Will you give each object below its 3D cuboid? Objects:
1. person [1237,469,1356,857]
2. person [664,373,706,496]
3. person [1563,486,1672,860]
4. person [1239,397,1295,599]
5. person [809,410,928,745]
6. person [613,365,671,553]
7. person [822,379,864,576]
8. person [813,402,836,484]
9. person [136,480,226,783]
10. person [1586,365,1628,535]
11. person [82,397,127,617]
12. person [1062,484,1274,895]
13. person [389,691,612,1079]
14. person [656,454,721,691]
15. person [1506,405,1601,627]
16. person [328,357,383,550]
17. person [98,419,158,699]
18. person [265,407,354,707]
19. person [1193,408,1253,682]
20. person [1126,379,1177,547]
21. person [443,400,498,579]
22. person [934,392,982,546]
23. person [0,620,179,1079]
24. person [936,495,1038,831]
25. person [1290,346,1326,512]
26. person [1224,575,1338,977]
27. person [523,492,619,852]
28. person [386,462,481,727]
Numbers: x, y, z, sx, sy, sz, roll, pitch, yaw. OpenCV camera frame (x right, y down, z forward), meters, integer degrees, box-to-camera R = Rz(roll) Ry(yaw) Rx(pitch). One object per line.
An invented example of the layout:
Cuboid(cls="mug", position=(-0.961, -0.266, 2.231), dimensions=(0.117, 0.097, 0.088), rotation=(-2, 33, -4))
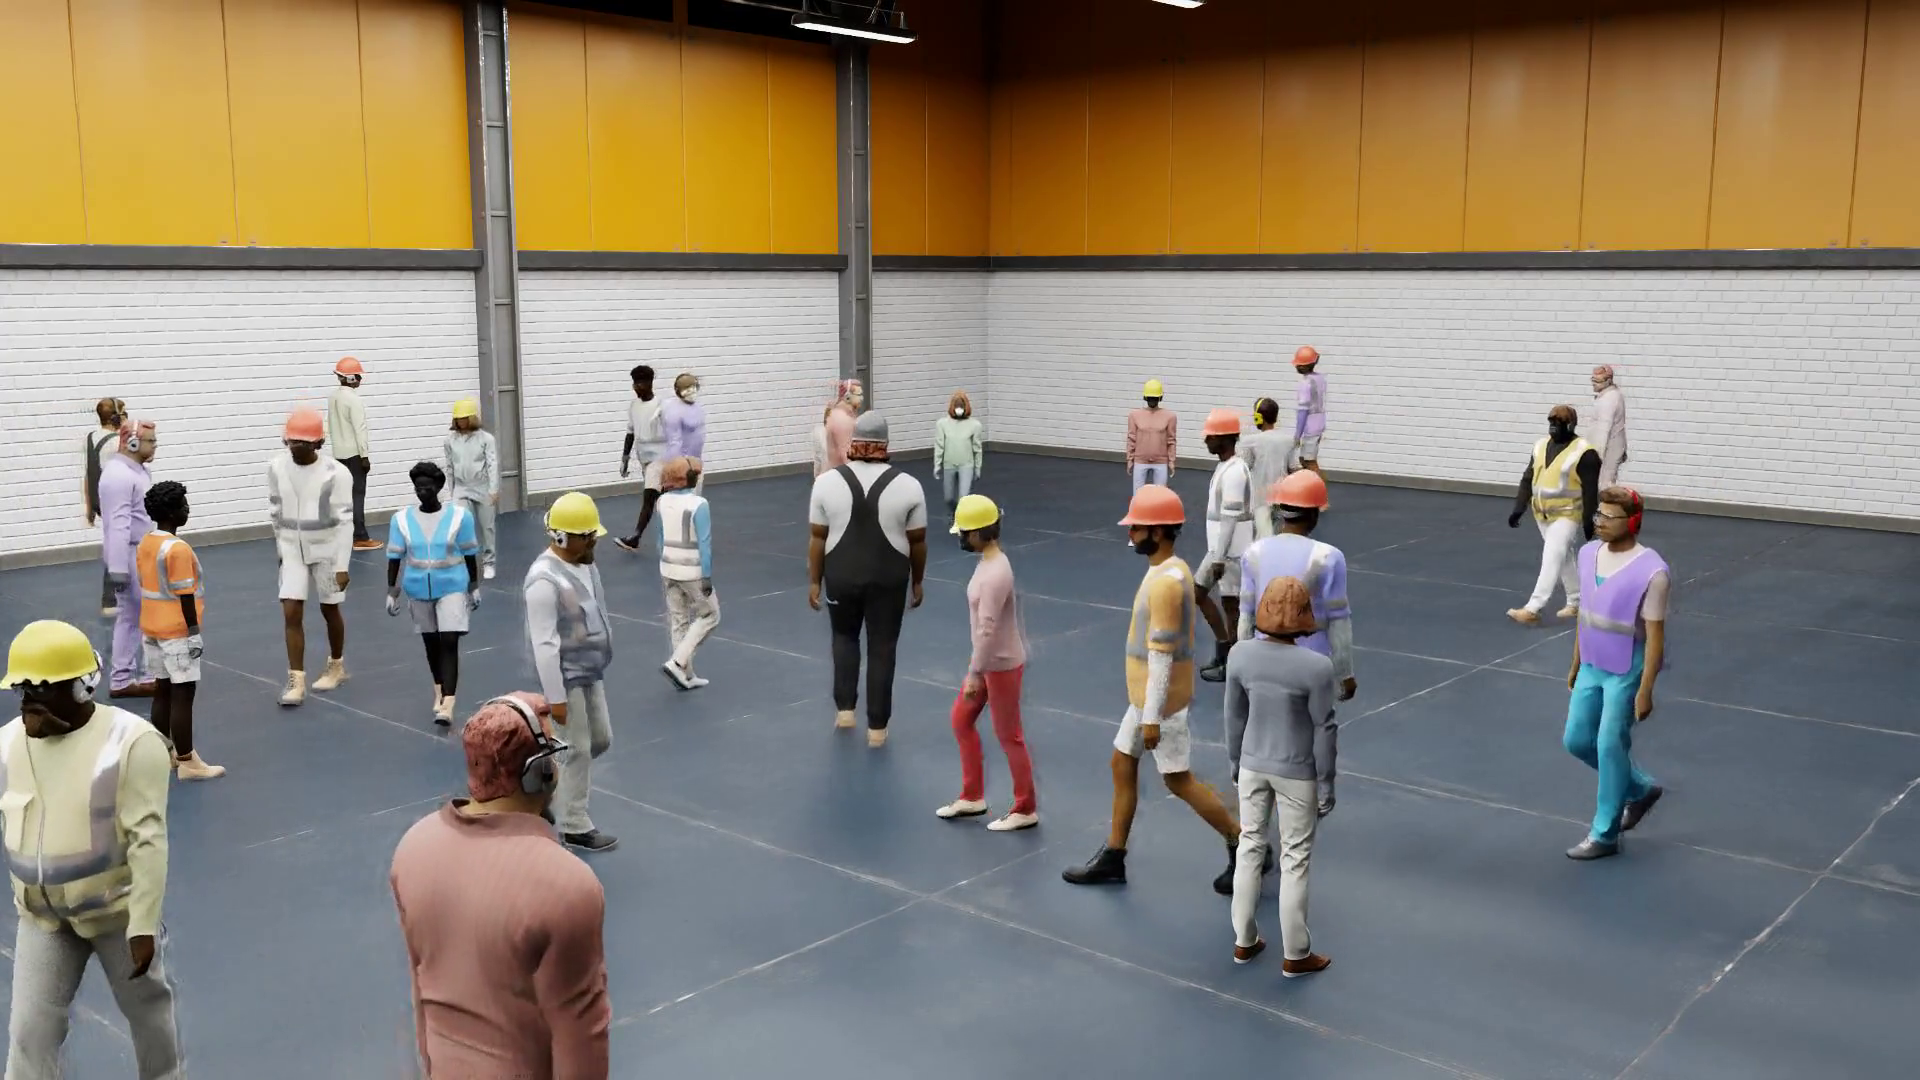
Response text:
Cuboid(cls="person", position=(1.630, 0.598, 8.235), dimensions=(0.559, 1.896, 1.013), rotation=(7, 12, 39))
Cuboid(cls="person", position=(-2.663, -0.709, 16.411), dimensions=(0.380, 1.900, 0.787), rotation=(3, 9, 17))
Cuboid(cls="person", position=(3.212, 0.639, 8.085), dimensions=(0.522, 1.833, 0.587), rotation=(-3, 9, -17))
Cuboid(cls="person", position=(2.616, -0.286, 14.019), dimensions=(0.487, 1.815, 1.001), rotation=(-5, 10, -29))
Cuboid(cls="person", position=(-0.550, 0.204, 10.178), dimensions=(0.716, 2.000, 0.673), rotation=(0, 9, 1))
Cuboid(cls="person", position=(-3.237, -0.825, 17.018), dimensions=(0.628, 1.908, 0.984), rotation=(8, 12, 40))
Cuboid(cls="person", position=(-0.959, -0.573, 15.601), dimensions=(0.982, 1.855, 0.674), rotation=(0, 9, 0))
Cuboid(cls="person", position=(-1.227, -0.562, 16.398), dimensions=(0.503, 1.586, 0.847), rotation=(2, 9, 10))
Cuboid(cls="person", position=(-4.403, 0.511, 9.329), dimensions=(0.537, 1.696, 0.317), rotation=(8, 12, 40))
Cuboid(cls="person", position=(7.041, -0.970, 18.082), dimensions=(0.468, 1.870, 0.673), rotation=(4, 10, 25))
Cuboid(cls="person", position=(-6.996, -0.289, 13.951), dimensions=(0.533, 1.819, 0.708), rotation=(4, 10, 26))
Cuboid(cls="person", position=(0.978, 0.690, 7.572), dimensions=(0.932, 1.907, 0.553), rotation=(1, 9, 6))
Cuboid(cls="person", position=(-1.071, 1.284, 3.930), dimensions=(0.659, 1.877, 0.905), rotation=(6, 11, 33))
Cuboid(cls="person", position=(-1.856, 0.234, 11.257), dimensions=(0.536, 1.623, 0.388), rotation=(7, 12, 39))
Cuboid(cls="person", position=(4.827, -0.200, 13.531), dimensions=(0.982, 1.788, 0.636), rotation=(-4, 10, -24))
Cuboid(cls="person", position=(-6.284, -0.891, 17.196), dimensions=(0.615, 1.994, 0.381), rotation=(8, 12, 40))
Cuboid(cls="person", position=(-5.436, 0.132, 11.115), dimensions=(0.649, 1.880, 0.656), rotation=(-3, 10, -20))
Cuboid(cls="person", position=(-4.295, 0.103, 11.014), dimensions=(0.621, 1.971, 0.920), rotation=(1, 9, 4))
Cuboid(cls="person", position=(1.799, 0.047, 11.529), dimensions=(0.454, 1.921, 0.580), rotation=(0, 9, 2))
Cuboid(cls="person", position=(1.991, -0.795, 17.335), dimensions=(0.522, 1.761, 0.321), rotation=(1, 9, 6))
Cuboid(cls="person", position=(-4.487, -0.432, 15.254), dimensions=(0.508, 1.697, 0.902), rotation=(0, 9, -2))
Cuboid(cls="person", position=(-0.005, -0.775, 17.670), dimensions=(0.502, 1.608, 0.704), rotation=(2, 9, 12))
Cuboid(cls="person", position=(-2.710, 1.141, 5.055), dimensions=(0.609, 1.787, 0.883), rotation=(1, 9, 6))
Cuboid(cls="person", position=(0.114, 0.634, 8.407), dimensions=(0.639, 1.733, 0.548), rotation=(-1, 9, -4))
Cuboid(cls="person", position=(4.163, -1.312, 19.823), dimensions=(0.494, 2.002, 0.658), rotation=(4, 10, 21))
Cuboid(cls="person", position=(1.303, 0.952, 6.757), dimensions=(0.502, 1.633, 0.280), rotation=(8, 12, 40))
Cuboid(cls="person", position=(-1.940, 0.654, 8.123), dimensions=(0.576, 1.800, 0.625), rotation=(2, 9, 9))
Cuboid(cls="person", position=(-3.331, 0.345, 10.450), dimensions=(0.554, 1.653, 0.834), rotation=(-1, 9, -4))
